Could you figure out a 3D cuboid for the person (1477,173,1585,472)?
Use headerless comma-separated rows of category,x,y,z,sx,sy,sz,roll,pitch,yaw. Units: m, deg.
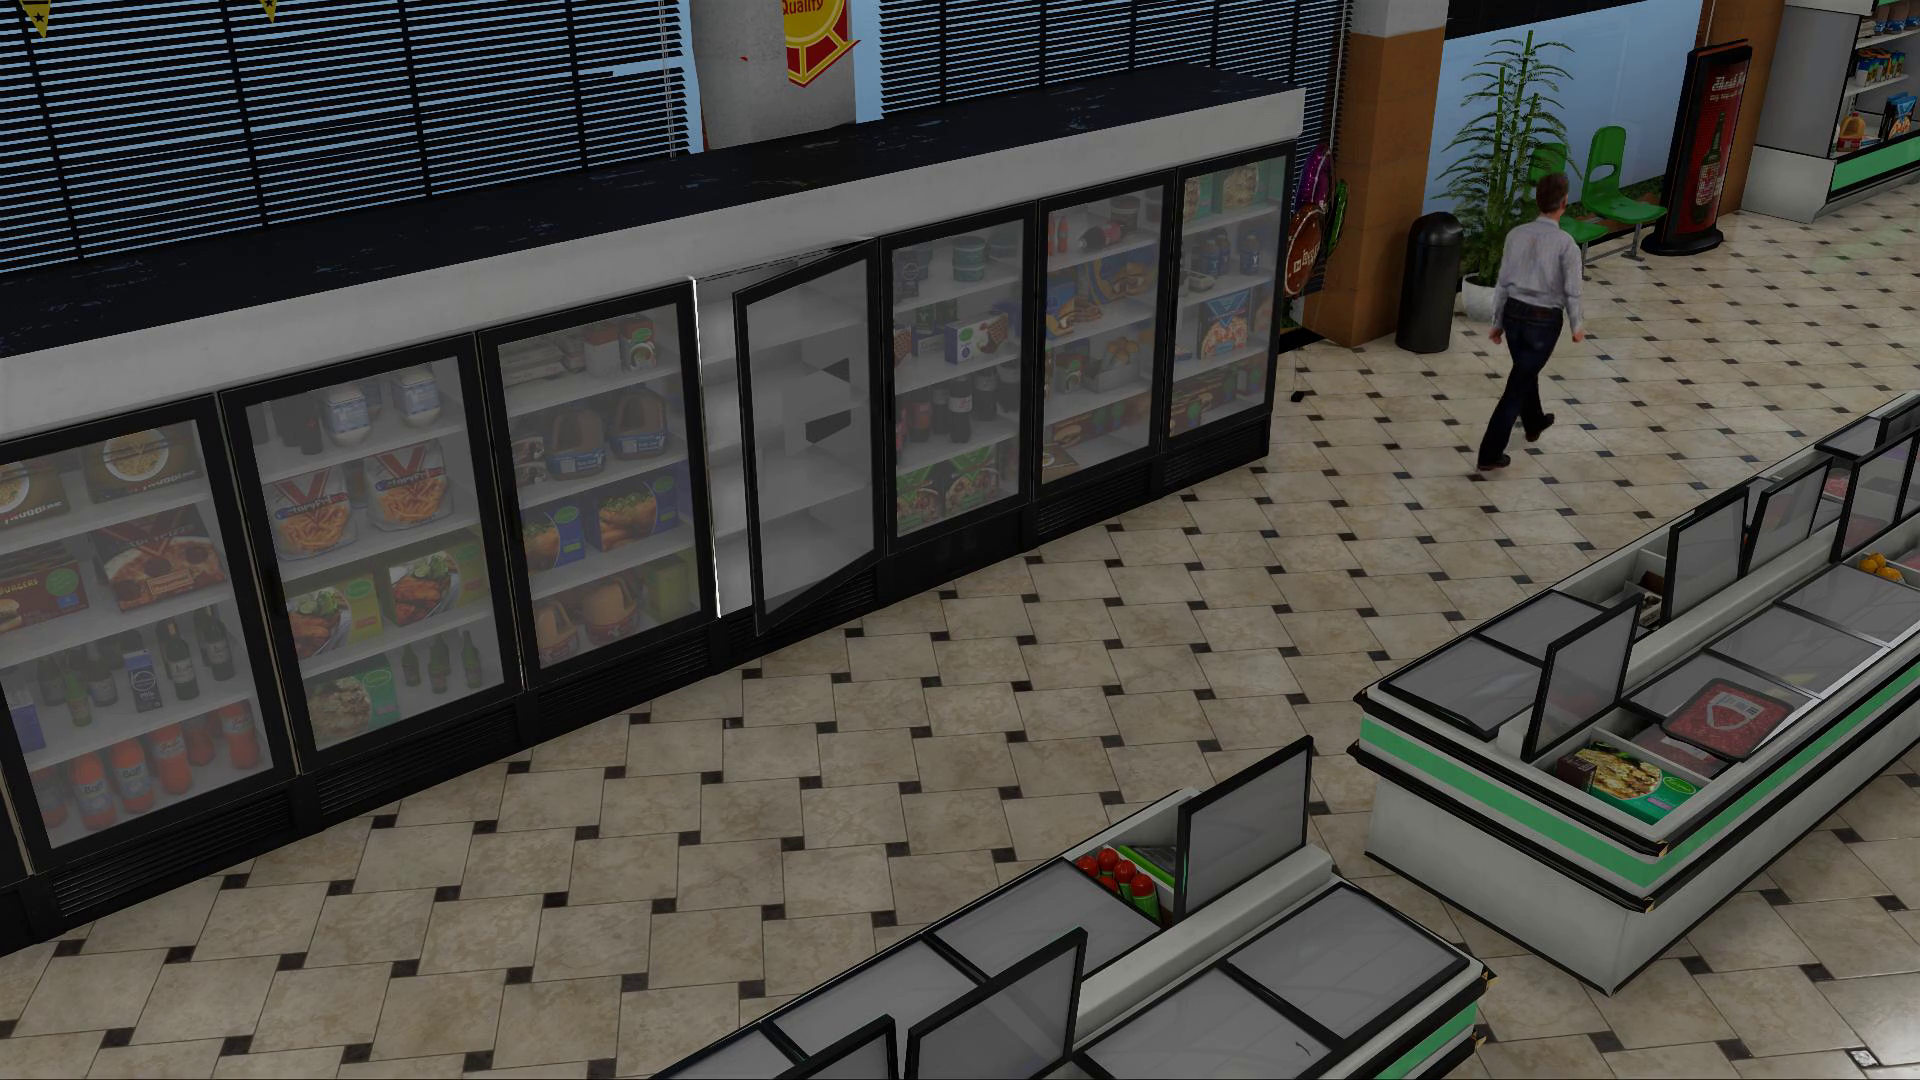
person,3.396,-1.260,9.992,1.153,1.772,0.656,-20,33,-34
